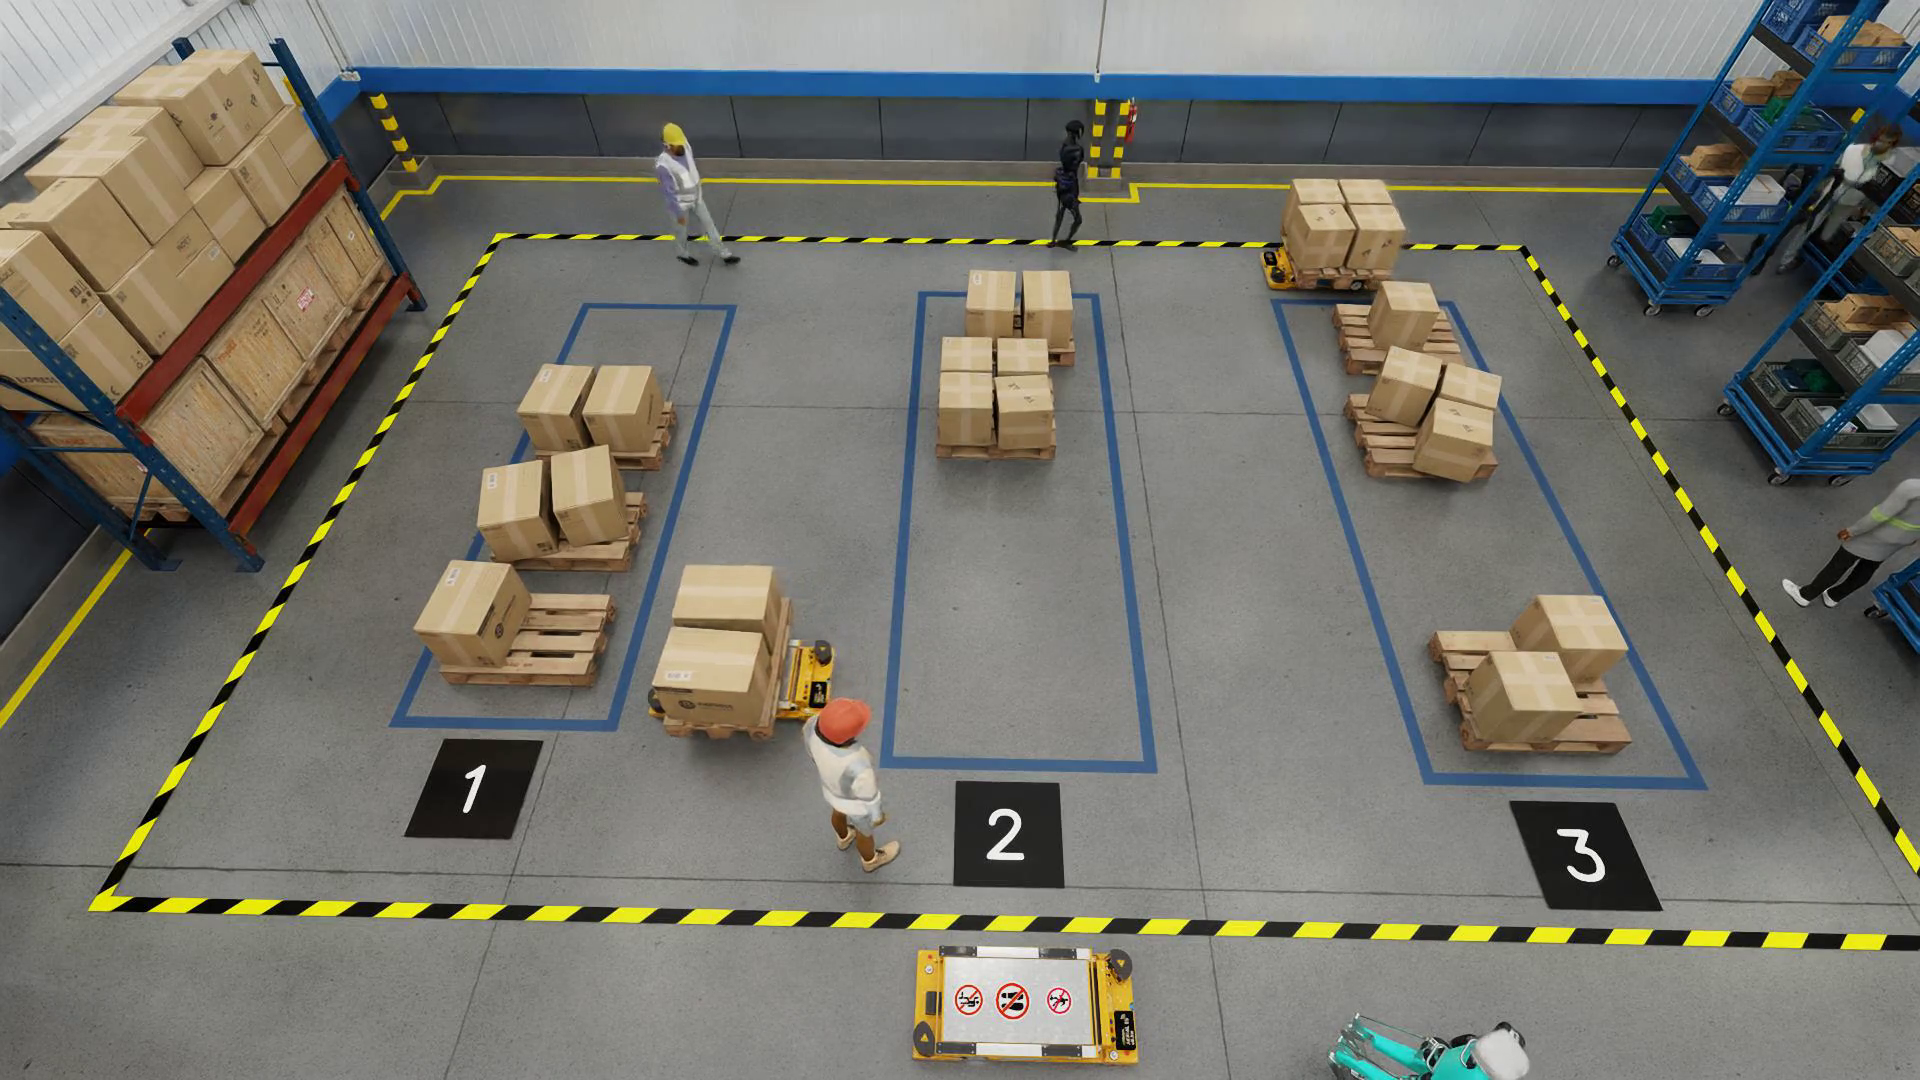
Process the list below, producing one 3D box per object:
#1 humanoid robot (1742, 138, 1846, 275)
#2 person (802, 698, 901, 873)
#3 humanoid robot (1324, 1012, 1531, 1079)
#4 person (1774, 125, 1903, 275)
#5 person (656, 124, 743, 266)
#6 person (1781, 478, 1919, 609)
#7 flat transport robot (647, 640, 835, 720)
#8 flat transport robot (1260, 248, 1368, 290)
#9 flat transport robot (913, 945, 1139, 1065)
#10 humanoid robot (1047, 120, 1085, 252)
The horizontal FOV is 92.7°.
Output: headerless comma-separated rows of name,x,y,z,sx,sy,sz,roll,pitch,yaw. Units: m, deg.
humanoid robot,9.803,-3.926,10.778,0.342,1.646,0.588,-38,60,-26
person,-0.707,1.613,6.028,0.391,2.044,0.607,-38,60,-26
humanoid robot,2.450,2.865,5.116,0.533,1.677,0.735,-36,59,-26
person,10.250,-3.957,10.707,0.583,1.824,0.443,29,57,22
person,-3.132,-3.969,10.739,0.904,1.786,0.623,21,54,16
person,7.617,-0.091,7.539,0.596,1.849,0.384,4,51,4
flat transport robot,-1.788,1.136,7.542,1.431,0.197,0.652,1,51,1
flat transport robot,4.458,-3.338,11.189,1.431,0.197,0.652,1,51,1
flat transport robot,0.422,3.041,6.007,1.431,0.231,0.659,1,51,1
humanoid robot,1.299,-4.266,11.058,0.396,1.648,0.602,-8,51,-6
